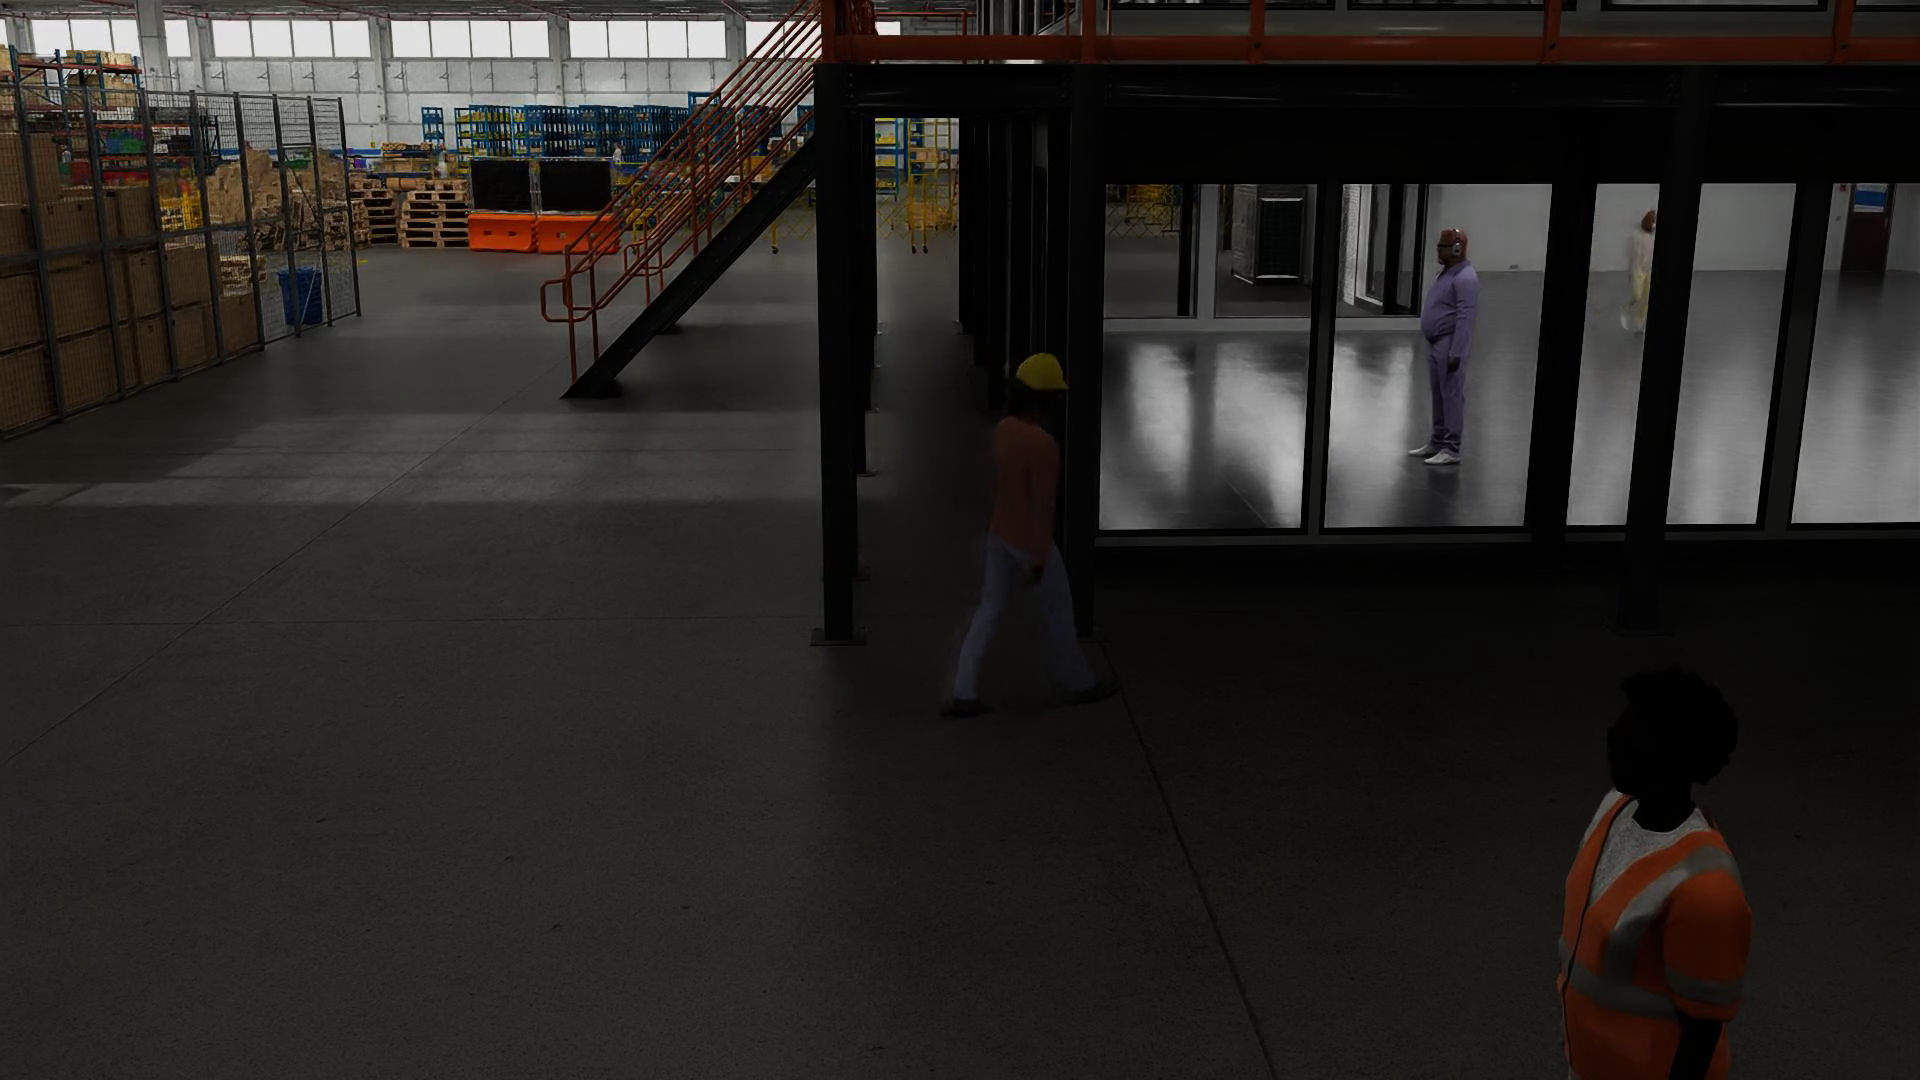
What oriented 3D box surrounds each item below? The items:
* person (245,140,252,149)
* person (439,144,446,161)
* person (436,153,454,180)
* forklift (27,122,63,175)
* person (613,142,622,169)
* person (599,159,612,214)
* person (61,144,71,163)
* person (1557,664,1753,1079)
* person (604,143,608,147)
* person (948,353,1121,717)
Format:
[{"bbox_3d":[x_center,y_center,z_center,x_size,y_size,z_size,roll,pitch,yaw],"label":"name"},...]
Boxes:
[{"bbox_3d":[-36.751,-19.651,85.840,0.408,1.913,0.641,-1,14,-2],"label":"person"},{"bbox_3d":[-26.607,-19.517,85.719,0.891,1.711,0.569,-11,18,-37],"label":"person"},{"bbox_3d":[-16.729,-11.605,53.858,0.688,1.829,0.432,-6,15,-21],"label":"person"},{"bbox_3d":[-35.376,-14.773,64.377,1.129,2.768,1.873,-1,14,-2],"label":"forklift"},{"bbox_3d":[-15.784,-17.335,76.594,0.408,1.908,0.641,-1,14,-2],"label":"person"},{"bbox_3d":[-10.178,-10.051,47.761,0.308,1.772,0.525,-1,14,-2],"label":"person"},{"bbox_3d":[-40.371,-16.930,75.116,0.403,1.837,0.590,-1,14,-2],"label":"person"},{"bbox_3d":[1.390,1.073,3.438,0.318,1.700,0.535,-1,14,-2],"label":"person"},{"bbox_3d":[-17.909,-19.263,84.415,0.390,1.850,0.565,-1,14,-2],"label":"person"},{"bbox_3d":[0.324,-0.016,7.760,0.897,1.719,0.526,-9,17,-32],"label":"person"}]
